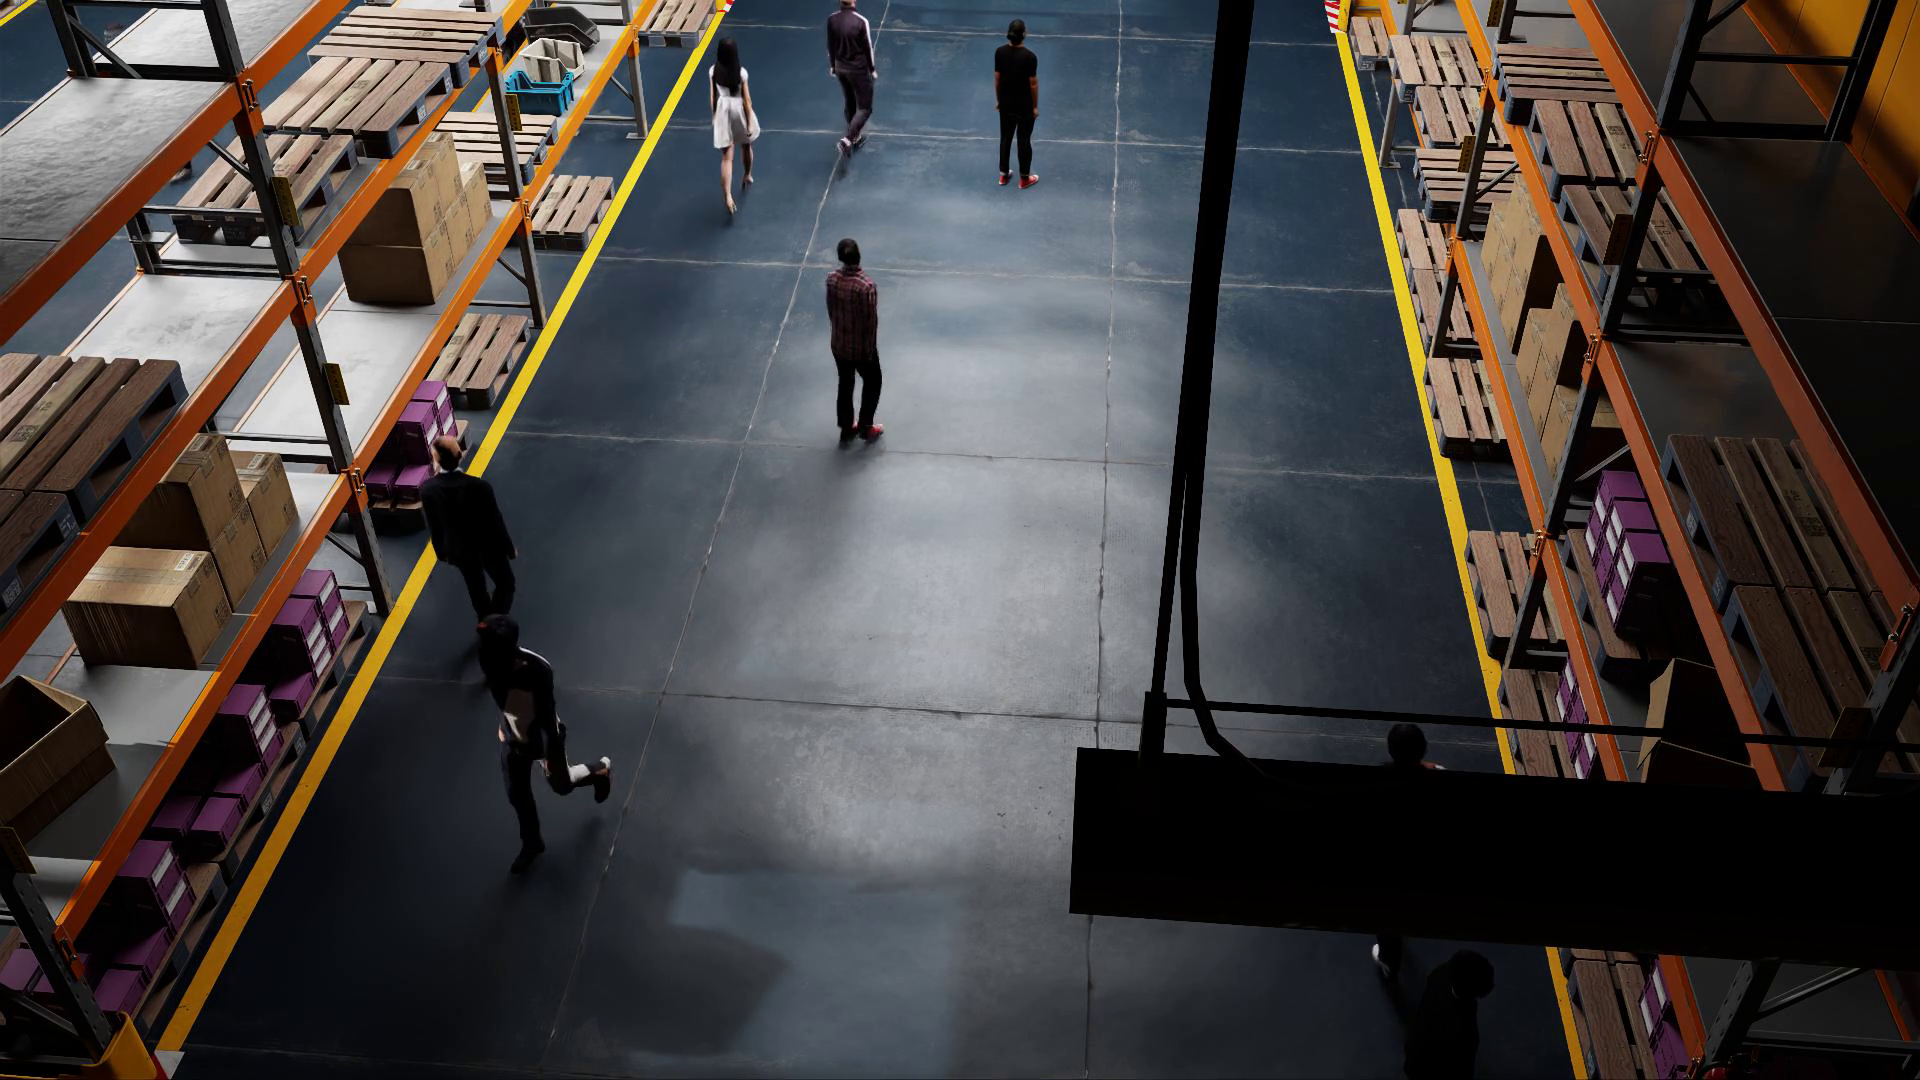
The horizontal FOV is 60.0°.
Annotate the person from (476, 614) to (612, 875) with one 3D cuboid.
[{"bbox_3d":[-2.486,1.124,9.923,0.908,1.865,1.197,15,41,18],"label":"person"}]

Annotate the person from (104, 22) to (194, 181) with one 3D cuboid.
[{"bbox_3d":[-8.291,-4.429,16.997,0.956,1.715,1.198,20,43,23],"label":"person"}]

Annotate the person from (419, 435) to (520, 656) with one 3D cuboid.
[{"bbox_3d":[-3.299,0.086,11.286,0.719,1.787,0.920,3,39,4],"label":"person"}]

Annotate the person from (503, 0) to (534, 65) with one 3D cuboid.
[{"bbox_3d":[-5.047,-5.815,18.748,0.722,1.694,0.907,-3,39,-4],"label":"person"}]

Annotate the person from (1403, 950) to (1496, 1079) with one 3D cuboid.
[{"bbox_3d":[2.322,2.610,8.114,0.741,1.800,0.505,-1,39,-1],"label":"person"}]

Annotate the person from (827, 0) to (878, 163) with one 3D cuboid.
[{"bbox_3d":[-1.153,-4.860,17.457,0.944,1.815,1.146,18,42,22],"label":"person"}]

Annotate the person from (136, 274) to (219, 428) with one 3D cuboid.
[{"bbox_3d":[-6.157,-1.359,13.105,0.752,1.774,0.773,-8,39,-10],"label":"person"}]

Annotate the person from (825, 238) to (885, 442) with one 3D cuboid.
[{"bbox_3d":[-0.874,-1.550,13.382,0.820,1.727,0.812,30,47,32],"label":"person"}]

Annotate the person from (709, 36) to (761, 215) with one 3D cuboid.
[{"bbox_3d":[-2.285,-4.090,16.565,0.617,1.724,1.153,5,39,6],"label":"person"}]

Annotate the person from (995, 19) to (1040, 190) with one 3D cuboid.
[{"bbox_3d":[0.578,-4.456,16.997,0.710,1.758,0.699,17,42,21],"label":"person"}]

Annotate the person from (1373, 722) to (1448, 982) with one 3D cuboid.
[{"bbox_3d":[2.448,1.756,9.314,0.904,1.639,1.201,-9,39,-11],"label":"person"}]
